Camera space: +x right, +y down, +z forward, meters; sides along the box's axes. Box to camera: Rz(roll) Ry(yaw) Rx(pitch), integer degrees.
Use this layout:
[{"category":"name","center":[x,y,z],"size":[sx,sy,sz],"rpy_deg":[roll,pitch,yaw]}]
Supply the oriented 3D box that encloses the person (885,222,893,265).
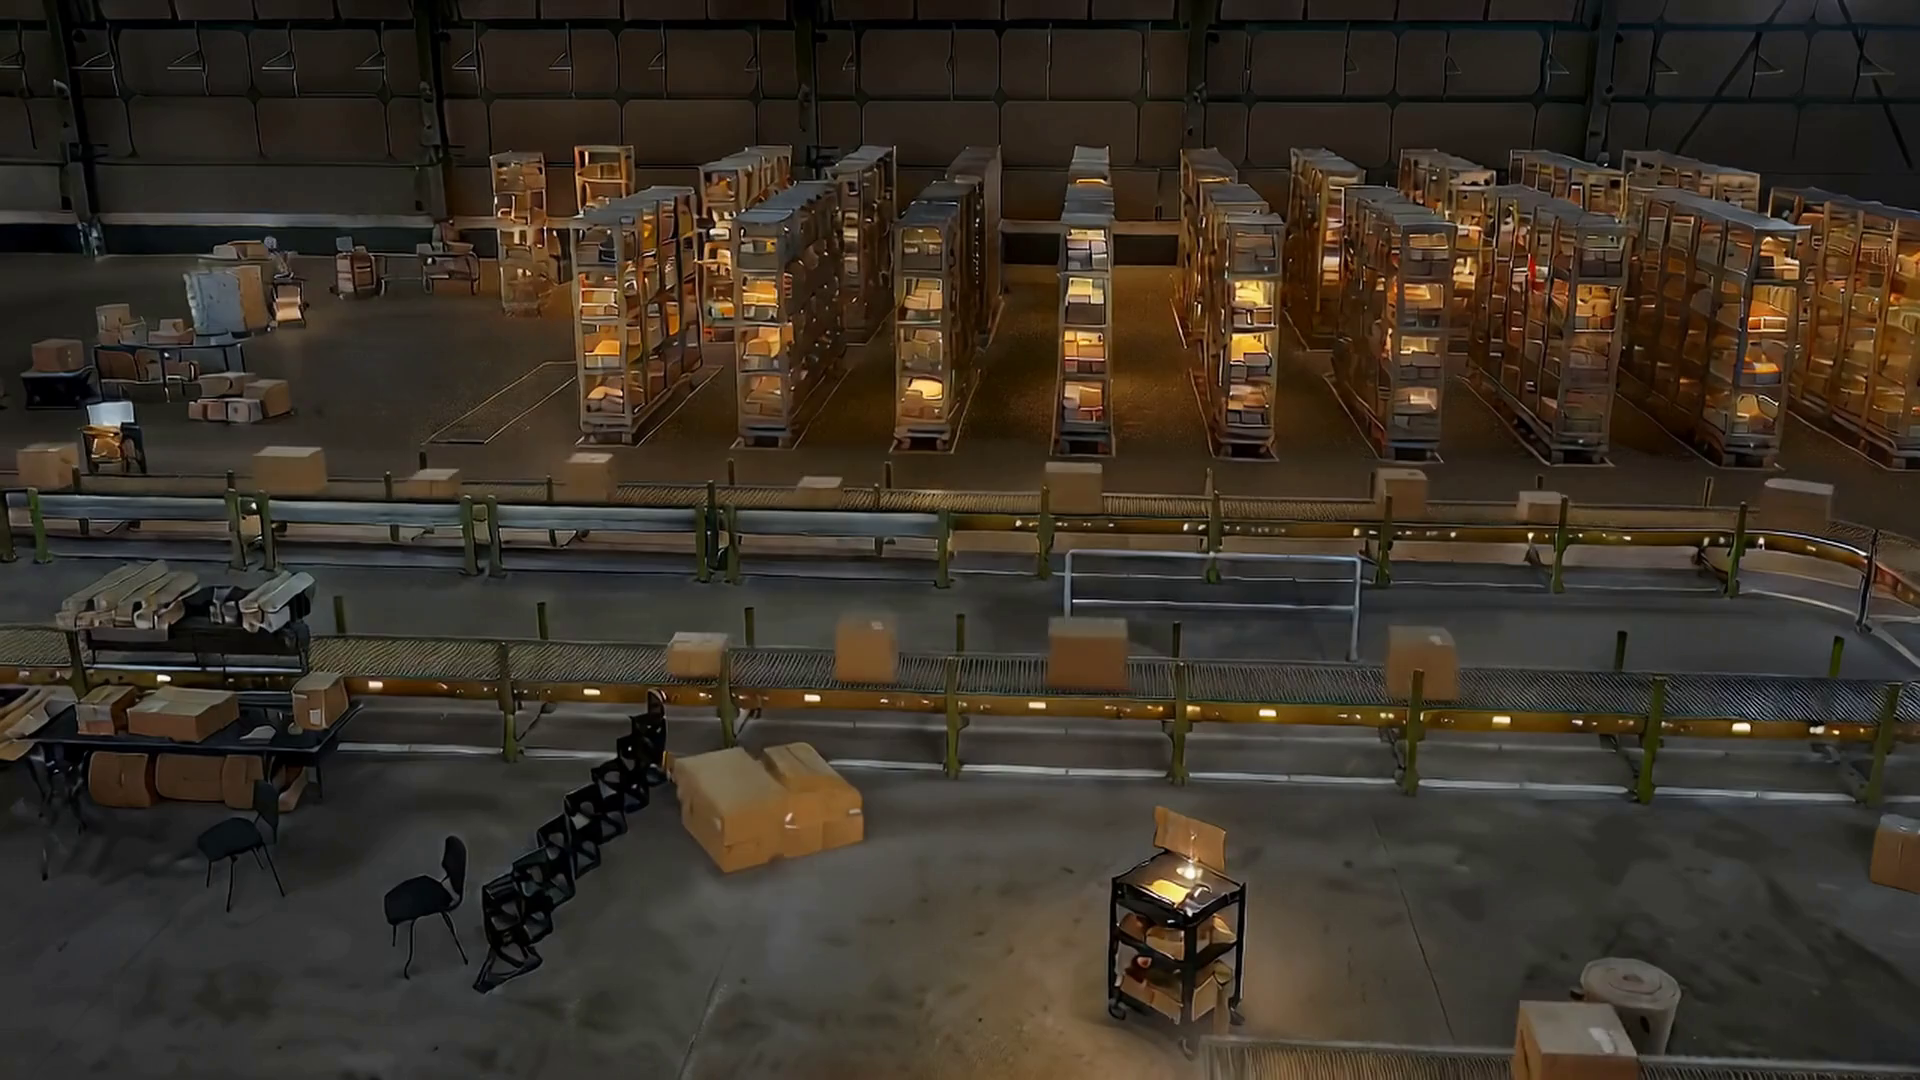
[{"category":"person","center":[-1.930,-7.424,42.093],"size":[0.563,1.847,0.390],"rpy_deg":[-16,23,-40]}]

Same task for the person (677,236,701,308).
[{"category":"person","center":[-6.276,-6.243,38.366],"size":[0.588,1.835,0.403],"rpy_deg":[16,24,42]}]

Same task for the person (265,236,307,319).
[{"category":"person","center":[-15.079,-5.808,36.939],"size":[0.990,1.862,0.631],"rpy_deg":[-1,18,-3]}]
